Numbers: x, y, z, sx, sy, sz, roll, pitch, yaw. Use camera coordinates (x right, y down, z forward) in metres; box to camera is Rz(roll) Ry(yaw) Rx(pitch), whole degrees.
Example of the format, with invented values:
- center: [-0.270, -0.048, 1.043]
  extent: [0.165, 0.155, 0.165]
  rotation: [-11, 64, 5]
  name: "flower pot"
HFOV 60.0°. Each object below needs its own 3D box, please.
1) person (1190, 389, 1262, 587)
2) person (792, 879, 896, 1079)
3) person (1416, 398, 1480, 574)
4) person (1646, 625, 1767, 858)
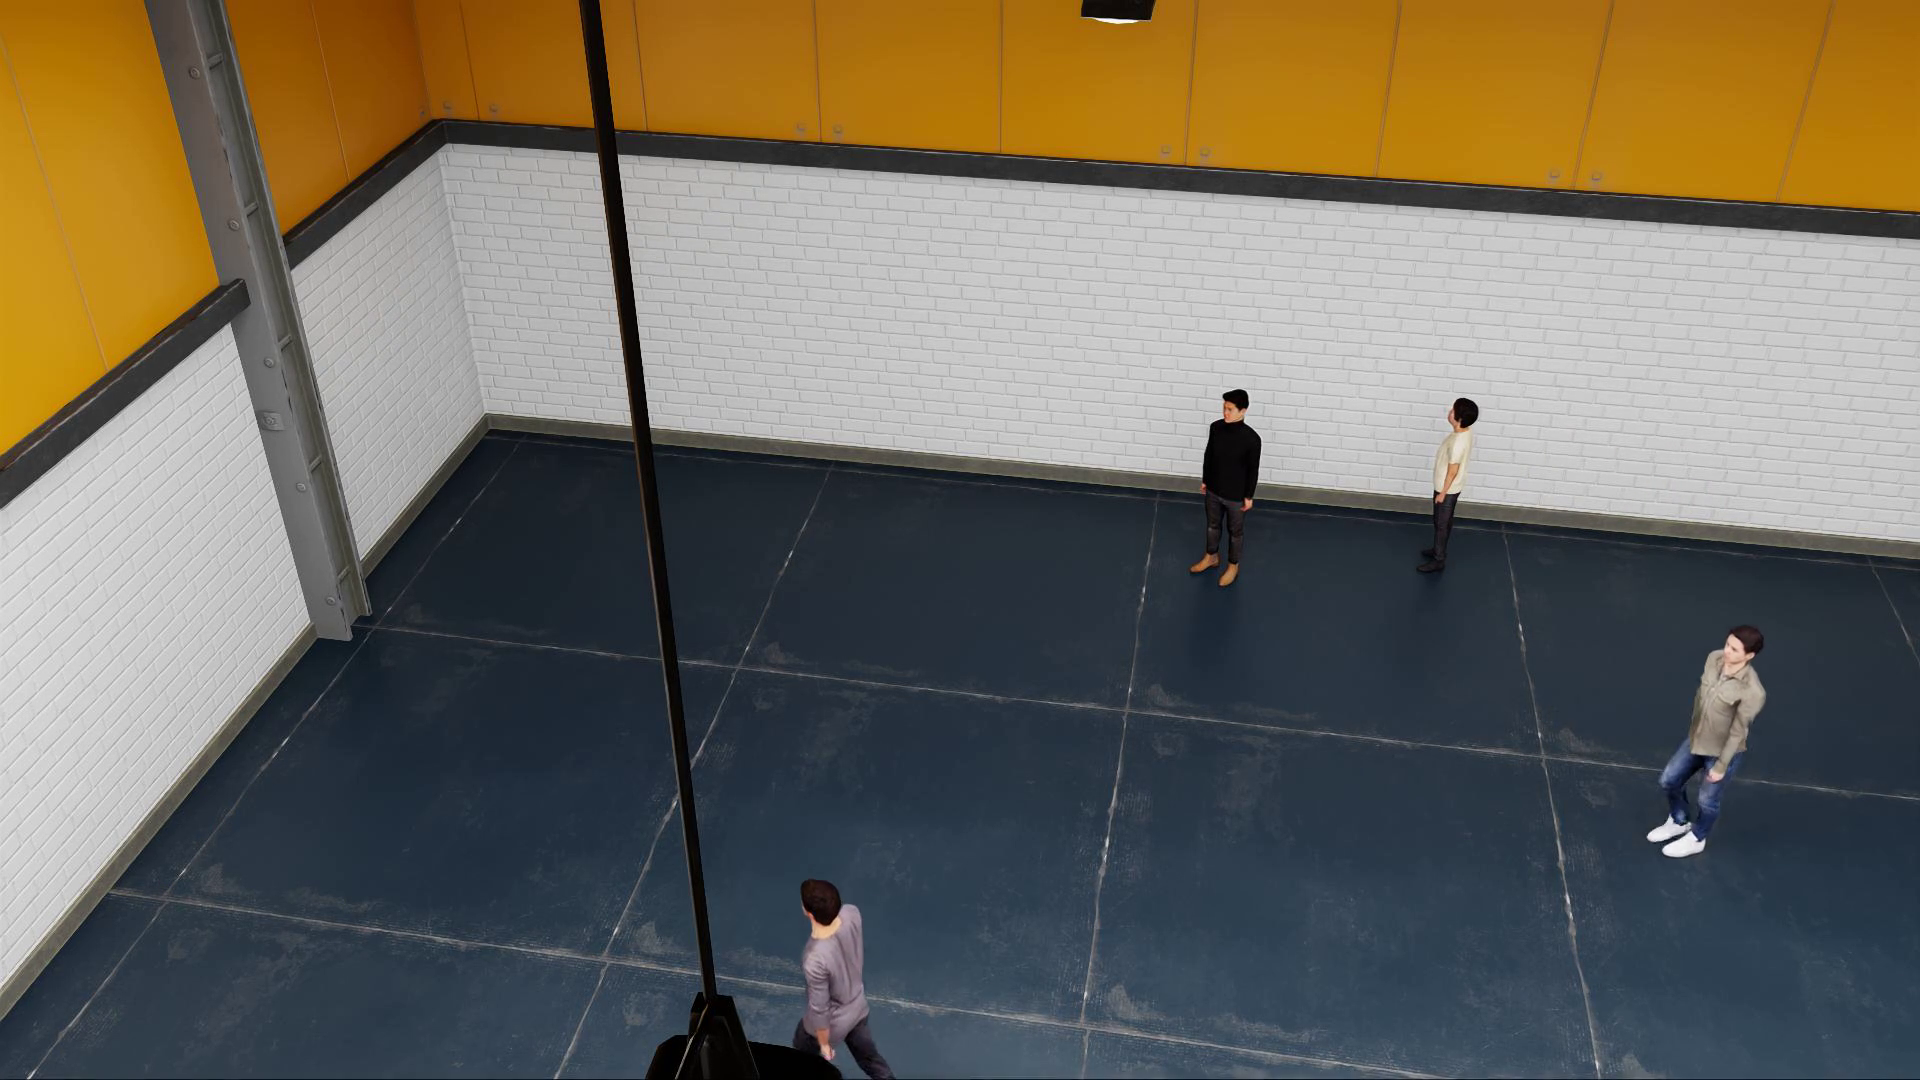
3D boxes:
- center: [2.165, -0.442, 13.415]
  extent: [0.727, 1.722, 0.734]
  rotation: [28, 43, 35]
  name: "person"
- center: [-0.582, 2.539, 8.857]
  extent: [1.045, 1.804, 1.210]
  rotation: [19, 38, 26]
  name: "person"
- center: [3.982, -0.448, 13.547]
  extent: [0.698, 1.587, 0.508]
  rotation: [14, 36, 21]
  name: "person"
- center: [4.921, 1.301, 10.673]
  extent: [0.864, 1.855, 0.738]
  rotation: [-10, 35, -14]
  name: "person"
